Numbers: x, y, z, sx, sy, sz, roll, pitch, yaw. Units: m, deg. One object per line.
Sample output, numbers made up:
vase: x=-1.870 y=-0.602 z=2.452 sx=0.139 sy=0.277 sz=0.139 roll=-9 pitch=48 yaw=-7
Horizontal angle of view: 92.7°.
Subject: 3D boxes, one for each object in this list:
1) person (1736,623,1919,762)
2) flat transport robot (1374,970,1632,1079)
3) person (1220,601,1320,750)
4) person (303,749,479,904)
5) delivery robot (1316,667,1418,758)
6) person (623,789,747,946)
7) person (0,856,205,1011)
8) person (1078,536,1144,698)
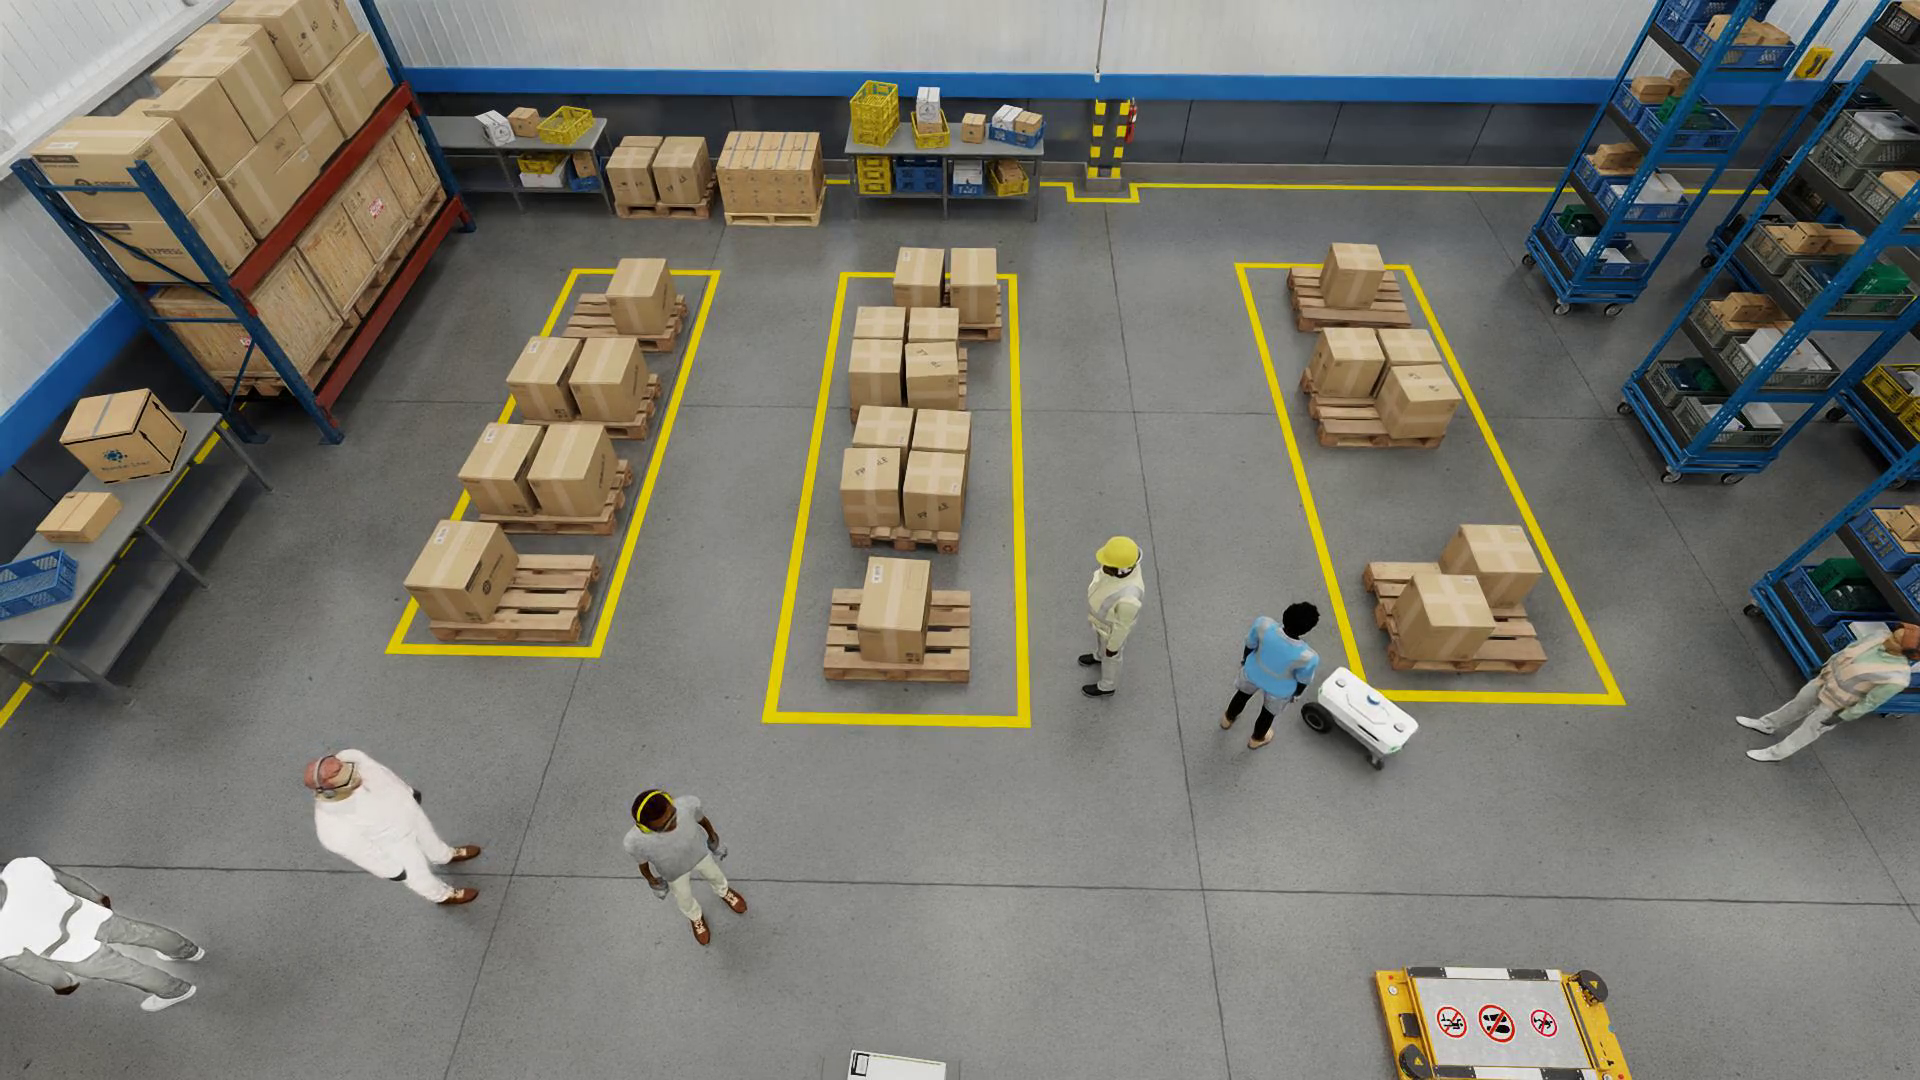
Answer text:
person: x=6.376 y=1.115 z=6.680 sx=0.312 sy=1.642 sz=0.512 roll=14 pitch=52 yaw=11
flat transport robot: x=3.501 y=3.133 z=5.914 sx=1.431 sy=0.197 sz=0.652 roll=1 pitch=51 yaw=1
person: x=2.289 y=0.996 z=6.741 sx=0.315 sy=1.695 sz=0.541 roll=-36 pitch=59 yaw=-26
person: x=-3.634 y=1.864 z=5.909 sx=0.402 sy=1.900 sz=0.647 roll=-10 pitch=52 yaw=-8
delivery robot: x=3.159 y=1.335 z=7.139 sx=0.477 sy=0.478 sz=0.707 roll=-35 pitch=59 yaw=-25
person: x=-1.722 y=2.039 z=5.779 sx=0.520 sy=1.877 sz=0.326 roll=-35 pitch=59 yaw=-25
person: x=-5.283 y=2.372 z=5.478 sx=0.392 sy=1.922 sz=0.587 roll=-9 pitch=51 yaw=-7
person: x=1.150 y=0.582 z=7.000 sx=0.403 sy=1.824 sz=0.597 roll=-1 pitch=51 yaw=-1
